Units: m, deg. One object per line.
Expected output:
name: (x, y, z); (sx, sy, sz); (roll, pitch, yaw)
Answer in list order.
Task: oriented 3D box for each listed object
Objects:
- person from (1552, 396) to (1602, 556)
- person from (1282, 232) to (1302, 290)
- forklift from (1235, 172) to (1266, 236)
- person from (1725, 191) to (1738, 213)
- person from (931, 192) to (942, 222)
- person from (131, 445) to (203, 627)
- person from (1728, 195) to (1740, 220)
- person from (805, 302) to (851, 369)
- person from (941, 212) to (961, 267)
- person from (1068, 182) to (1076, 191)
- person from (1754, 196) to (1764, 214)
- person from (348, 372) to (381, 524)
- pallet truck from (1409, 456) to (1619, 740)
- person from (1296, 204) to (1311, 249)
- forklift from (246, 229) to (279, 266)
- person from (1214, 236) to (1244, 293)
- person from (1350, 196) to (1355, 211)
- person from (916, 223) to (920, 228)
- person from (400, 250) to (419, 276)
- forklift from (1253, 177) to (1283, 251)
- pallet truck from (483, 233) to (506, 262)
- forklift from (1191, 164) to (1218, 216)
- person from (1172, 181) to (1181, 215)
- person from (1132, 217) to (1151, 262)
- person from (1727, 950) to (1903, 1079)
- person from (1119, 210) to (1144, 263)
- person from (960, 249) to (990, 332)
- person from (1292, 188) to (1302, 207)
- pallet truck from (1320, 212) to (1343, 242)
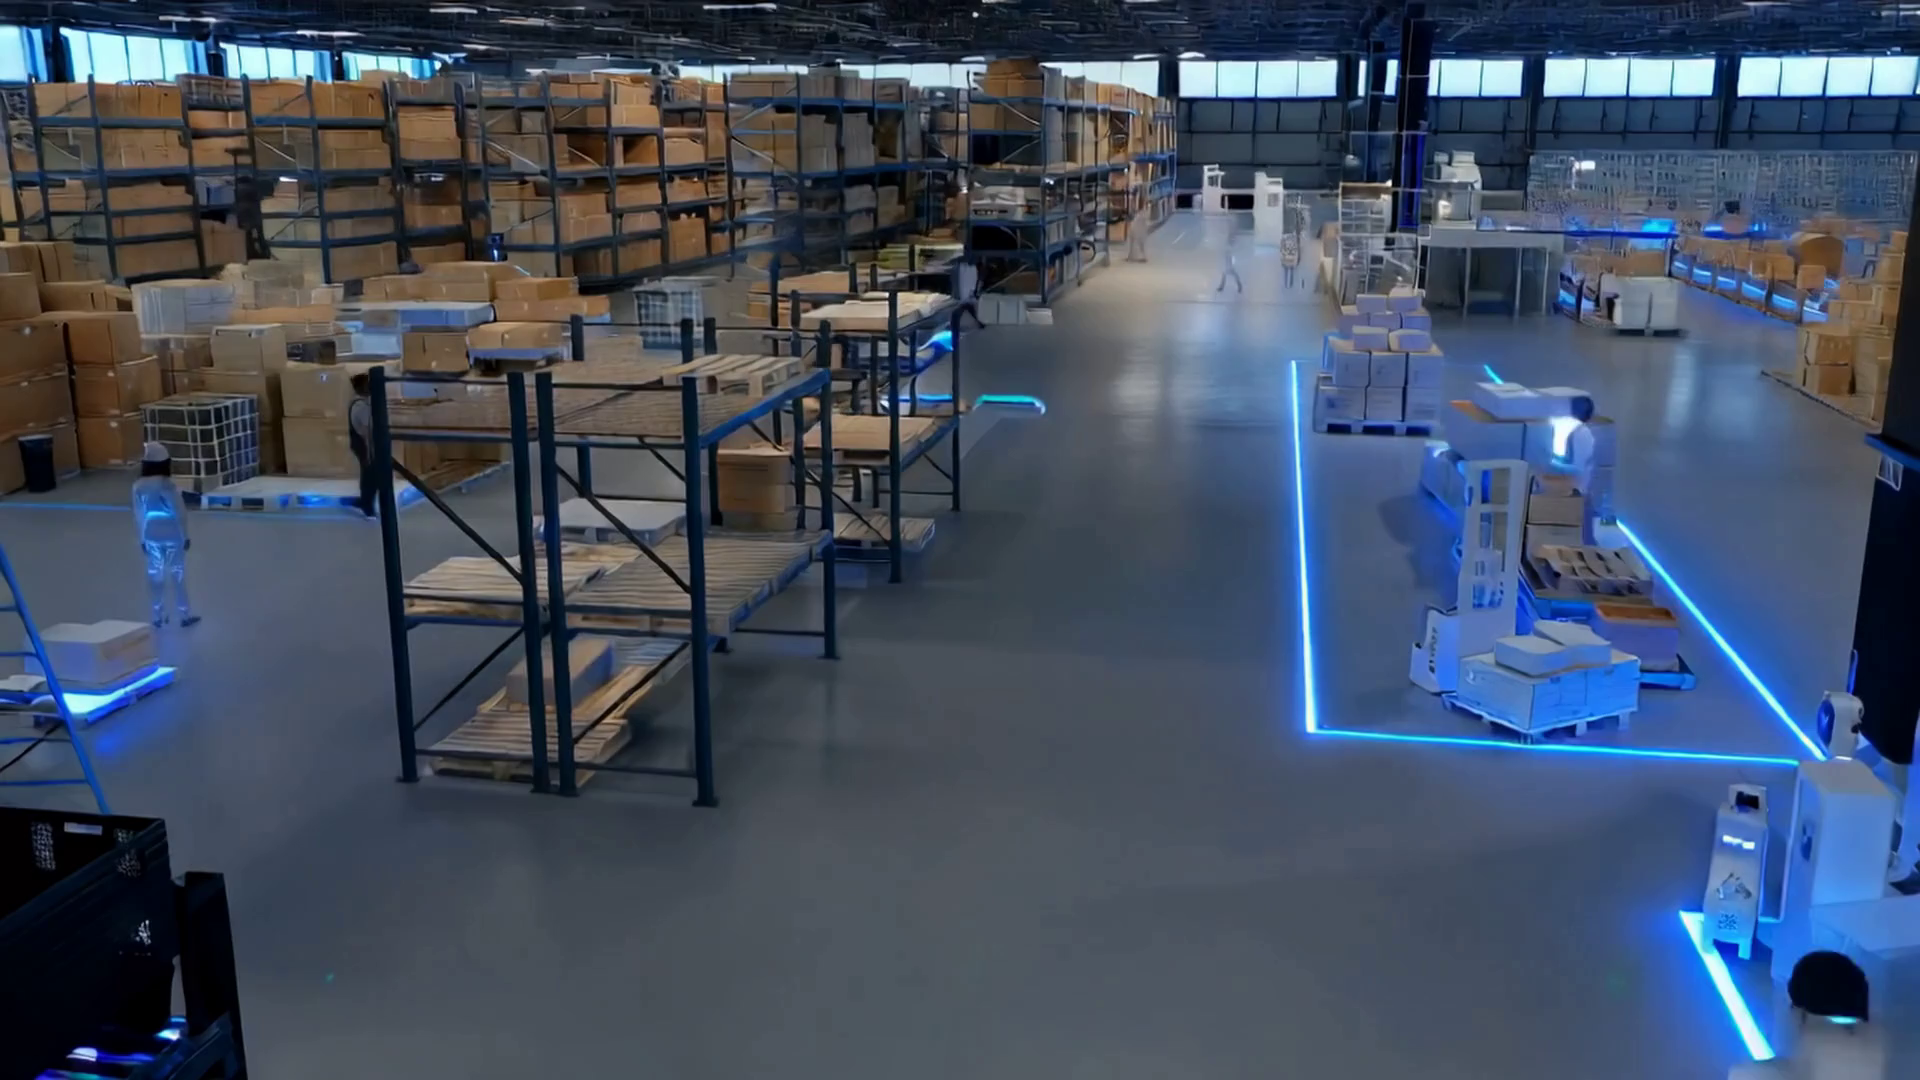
person: (6.670, -0.696, 18.281); (0.977, 1.799, 0.639); (-2, 14, -8)
person: (9.765, -8.207, 48.968); (0.560, 1.679, 0.461); (4, 14, 15)
forklift: (13.201, -14.813, 73.347); (1.873, 2.768, 1.129); (5, 15, 19)
person: (34.175, -14.468, 73.767); (0.613, 1.994, 0.395); (-4, 14, -14)
person: (-1.209, -17.183, 85.204); (0.593, 1.804, 0.883); (1, 14, 5)
person: (-7.497, -0.033, 15.692); (0.483, 1.738, 0.312); (1, 14, 4)
person: (34.162, -14.327, 73.553); (0.627, 1.816, 0.495); (10, 17, 34)
person: (-2.496, -4.268, 32.599); (1.011, 1.891, 0.549); (1, 14, 3)
person: (-0.322, -10.424, 57.599); (0.674, 1.863, 0.932); (-1, 14, -5)
person: (5.962, -18.382, 89.896); (0.650, 1.887, 0.736); (0, 14, 1)
person: (33.550, -13.473, 69.920); (0.400, 1.905, 0.643); (9, 16, 31)
person: (-7.019, -1.084, 19.750); (0.400, 1.835, 0.537); (-8, 16, -28)
pallet truck: (4.504, 0.400, 13.395); (0.823, 1.965, 1.885); (-6, 15, -23)
person: (13.549, -12.352, 65.592); (0.604, 1.780, 0.918); (2, 14, 7)
forklift: (-21.001, -9.087, 50.095); (1.129, 2.768, 1.873); (-4, 14, -14)
person: (7.838, -7.944, 48.004); (0.907, 1.642, 0.535); (-6, 15, -23)
person: (20.671, -17.794, 87.813); (0.485, 1.735, 0.347); (-9, 17, -33)
person: (-1.773, -11.735, 63.092); (0.978, 1.785, 0.586); (3, 14, 11)
person: (-13.798, -6.433, 41.754); (0.320, 1.697, 0.537); (9, 17, 33)
forklift: (12.083, -12.747, 64.956); (1.129, 2.768, 1.873); (3, 14, 10)
pallet truck: (-11.832, -7.026, 43.548); (1.885, 1.965, 0.823); (8, 16, 28)
forklift: (13.673, -19.230, 91.278); (1.129, 2.768, 1.873); (-9, 16, -32)
person: (11.843, -18.939, 92.159); (1.007, 1.888, 0.568); (1, 14, 4)
person: (6.523, -10.778, 59.606); (0.858, 1.582, 0.541); (-4, 14, -17)
person: (2.855, 2.331, 5.671); (0.606, 1.952, 1.021); (-1, 14, -3)
person: (6.125, -10.734, 58.908); (0.962, 1.862, 0.650); (-2, 14, -10)
person: (0.277, -5.831, 38.880); (1.054, 1.897, 0.624); (8, 16, 31)
person: (16.104, -15.854, 79.518); (0.605, 1.940, 0.408); (-9, 16, -32)
pallet truck: (15.874, -13.227, 70.310); (0.680, 1.201, 1.601); (10, 17, 35)
